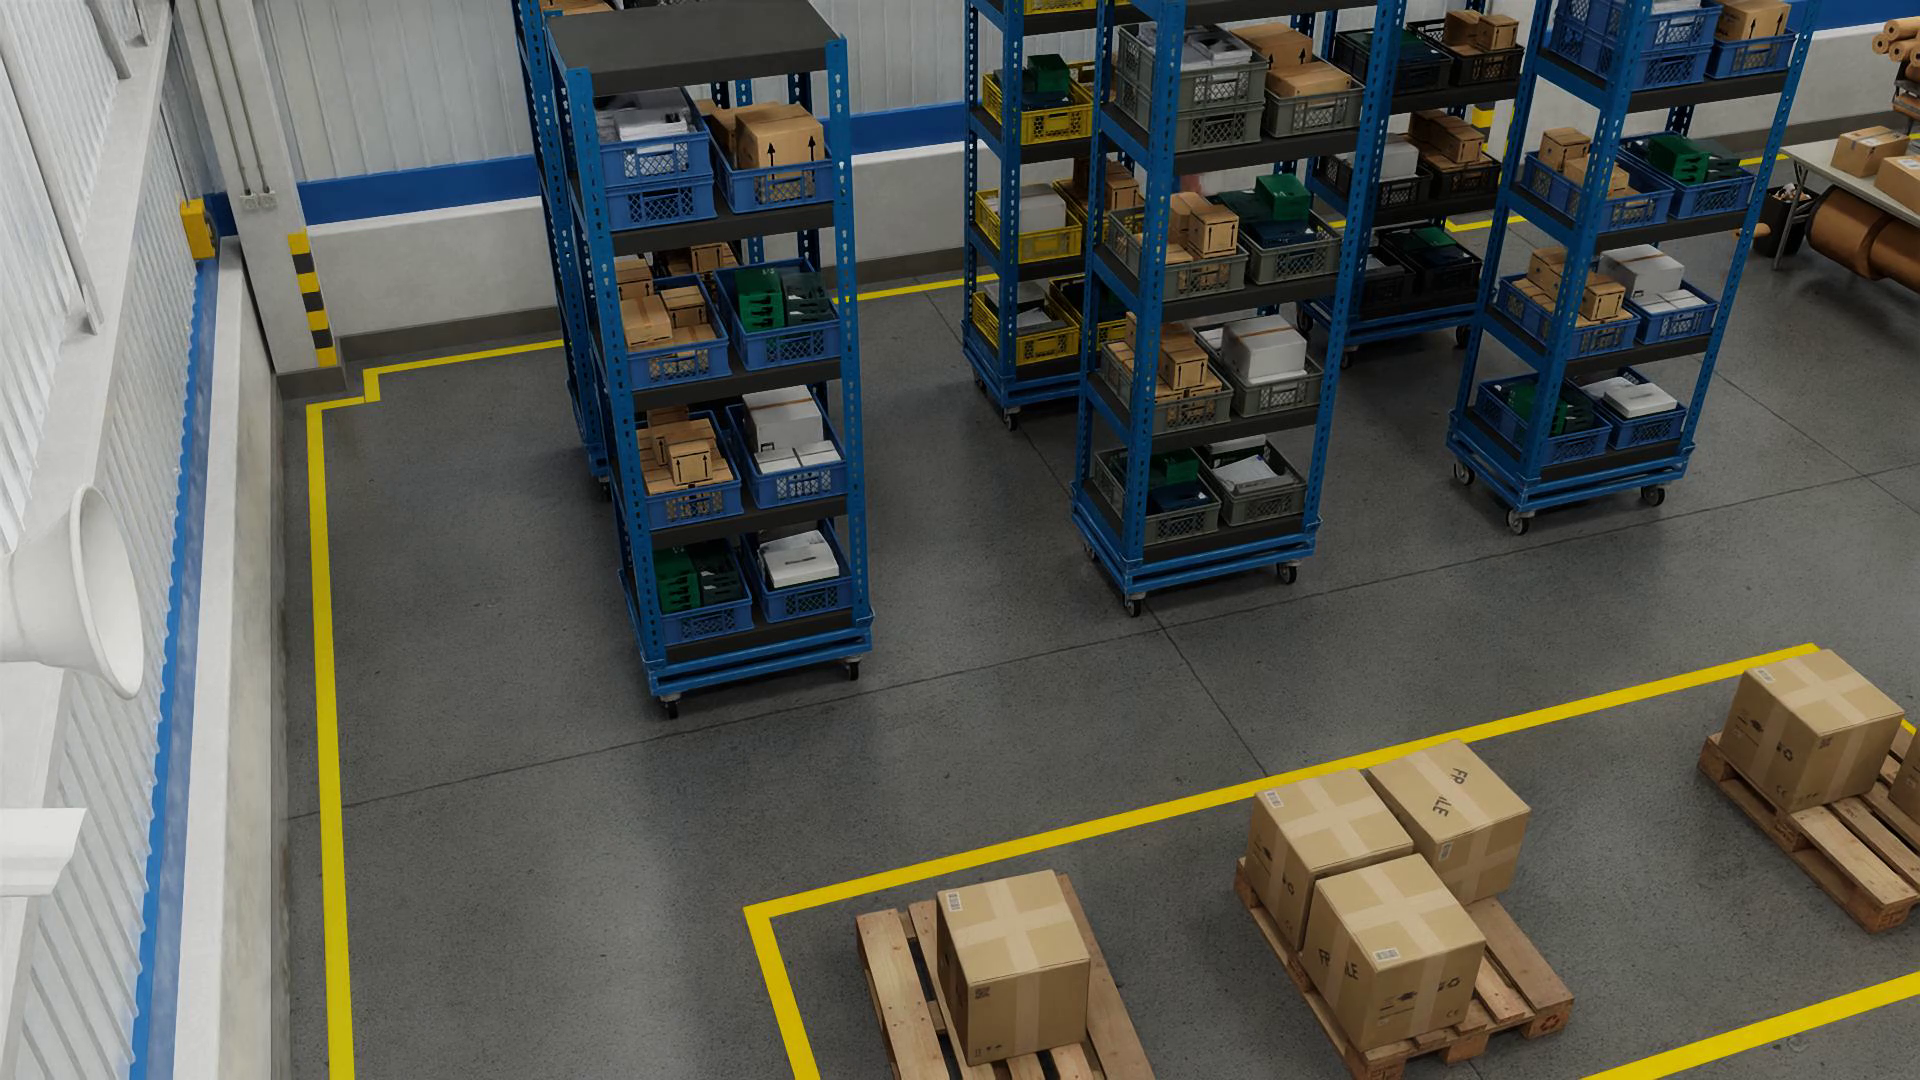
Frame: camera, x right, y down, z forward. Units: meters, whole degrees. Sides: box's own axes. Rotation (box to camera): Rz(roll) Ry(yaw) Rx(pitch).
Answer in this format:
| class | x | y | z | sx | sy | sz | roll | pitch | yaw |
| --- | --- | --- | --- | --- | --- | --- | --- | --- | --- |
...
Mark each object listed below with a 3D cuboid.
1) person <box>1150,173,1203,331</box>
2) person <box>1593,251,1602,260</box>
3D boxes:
| class | x | y | z | sx | sy | sz | roll | pitch | yaw |
| --- | --- | --- | --- | --- | --- | --- | --- | --- | --- |
| person | 1.433 | -2.214 | 11.734 | 0.879 | 1.942 | 0.629 | 14 | 38 | 19 |
| person | 4.747 | -2.158 | 11.932 | 0.470 | 1.606 | 0.532 | 20 | 40 | 26 |
